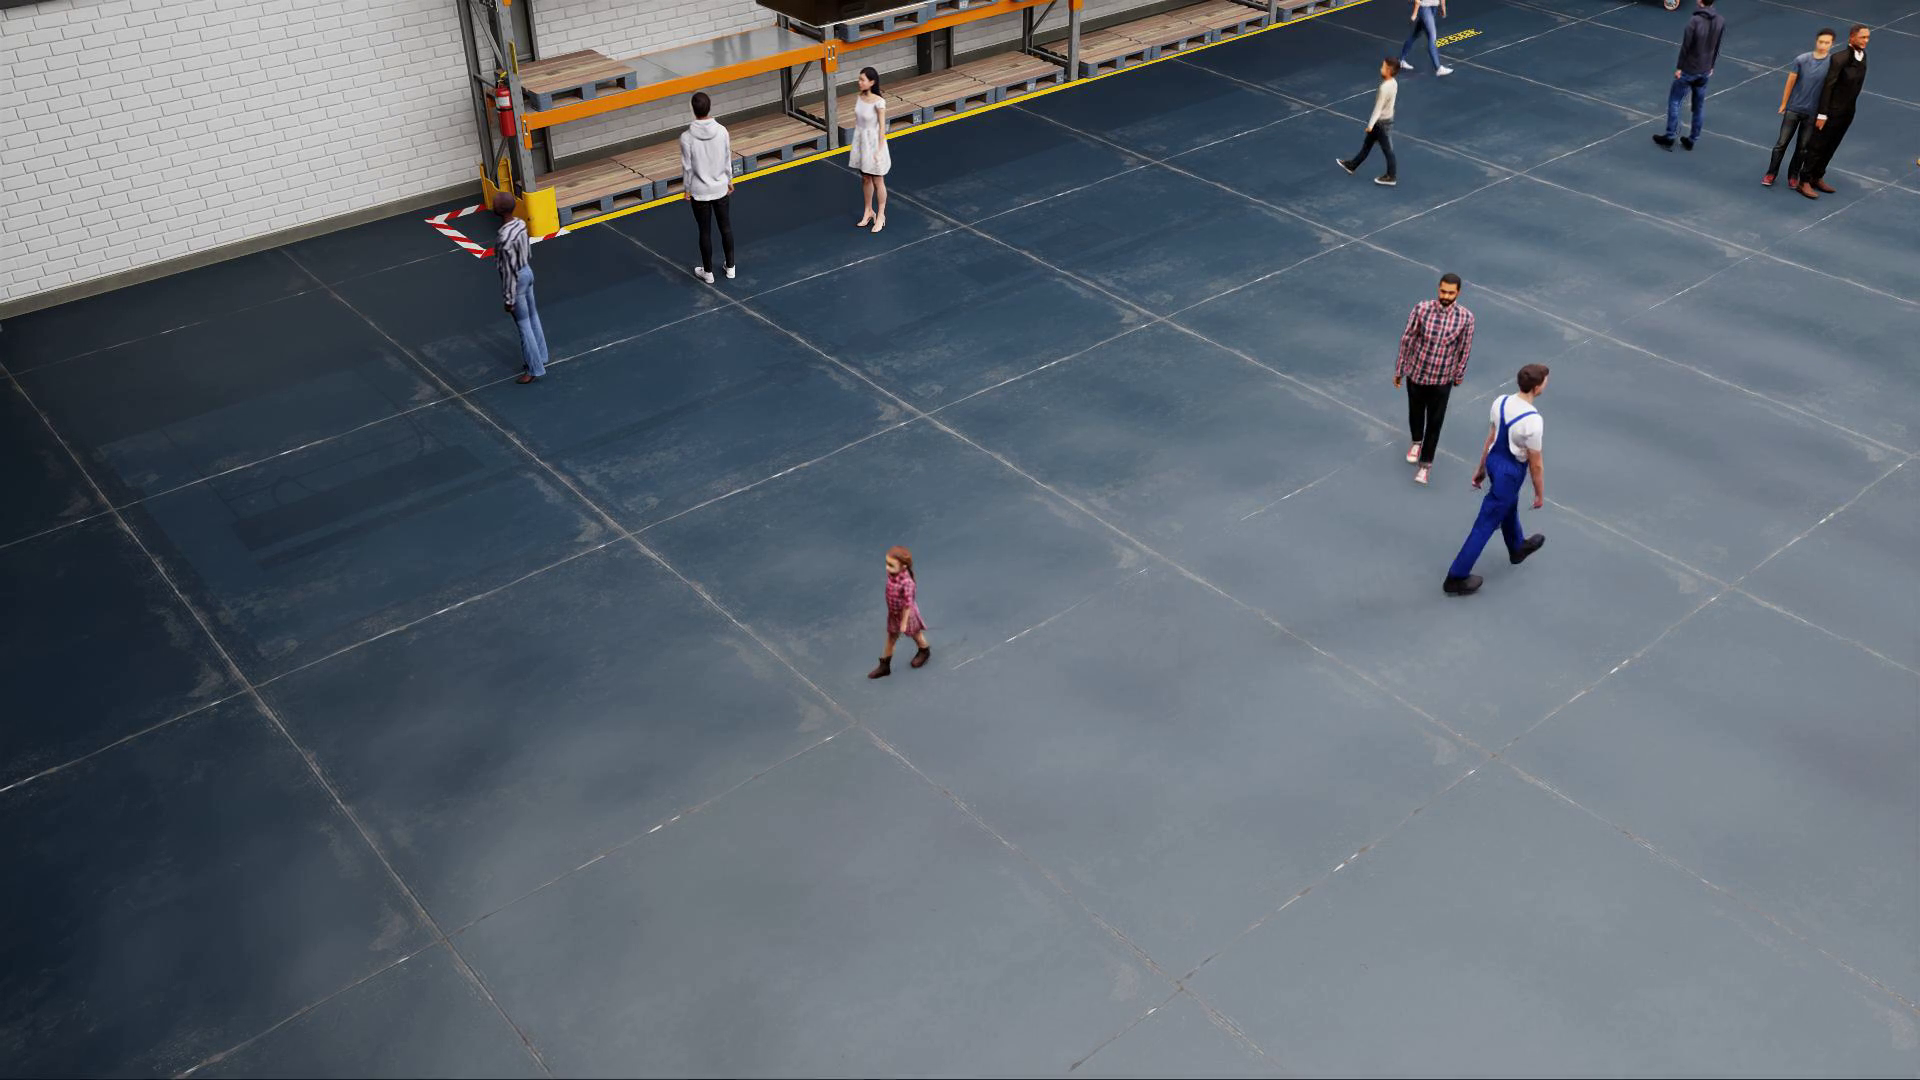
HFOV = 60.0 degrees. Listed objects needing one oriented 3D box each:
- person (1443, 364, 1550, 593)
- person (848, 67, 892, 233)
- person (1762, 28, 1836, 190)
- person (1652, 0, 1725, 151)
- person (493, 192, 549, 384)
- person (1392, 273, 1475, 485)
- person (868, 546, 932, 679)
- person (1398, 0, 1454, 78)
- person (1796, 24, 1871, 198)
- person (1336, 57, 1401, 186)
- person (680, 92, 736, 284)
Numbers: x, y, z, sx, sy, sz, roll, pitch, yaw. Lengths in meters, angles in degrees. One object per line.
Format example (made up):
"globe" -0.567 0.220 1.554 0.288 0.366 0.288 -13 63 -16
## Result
"person" 3.856 -0.405 12.037 1.281 1.799 0.902 -13 36 -19
"person" -0.954 -4.158 17.706 0.622 1.774 0.639 -26 42 -33
"person" 9.525 -4.882 18.768 0.726 1.805 0.709 13 36 19
"person" 8.740 -5.568 19.738 0.760 1.873 0.856 -7 34 -11
"person" -3.928 -2.256 14.826 0.744 1.796 0.689 2 34 3
"person" 3.853 -1.391 13.577 0.972 1.737 1.157 15 36 21
"person" -0.350 0.479 11.425 0.721 1.005 0.426 -24 40 -31
"person" 6.130 -7.039 22.132 0.797 1.673 1.071 27 42 34
"person" 9.775 -4.803 18.559 0.601 1.904 0.804 -18 38 -25
"person" 4.869 -4.718 18.855 0.914 1.436 0.978 12 35 18
"person" -2.499 -3.521 16.607 0.610 1.930 0.793 -16 37 -23
